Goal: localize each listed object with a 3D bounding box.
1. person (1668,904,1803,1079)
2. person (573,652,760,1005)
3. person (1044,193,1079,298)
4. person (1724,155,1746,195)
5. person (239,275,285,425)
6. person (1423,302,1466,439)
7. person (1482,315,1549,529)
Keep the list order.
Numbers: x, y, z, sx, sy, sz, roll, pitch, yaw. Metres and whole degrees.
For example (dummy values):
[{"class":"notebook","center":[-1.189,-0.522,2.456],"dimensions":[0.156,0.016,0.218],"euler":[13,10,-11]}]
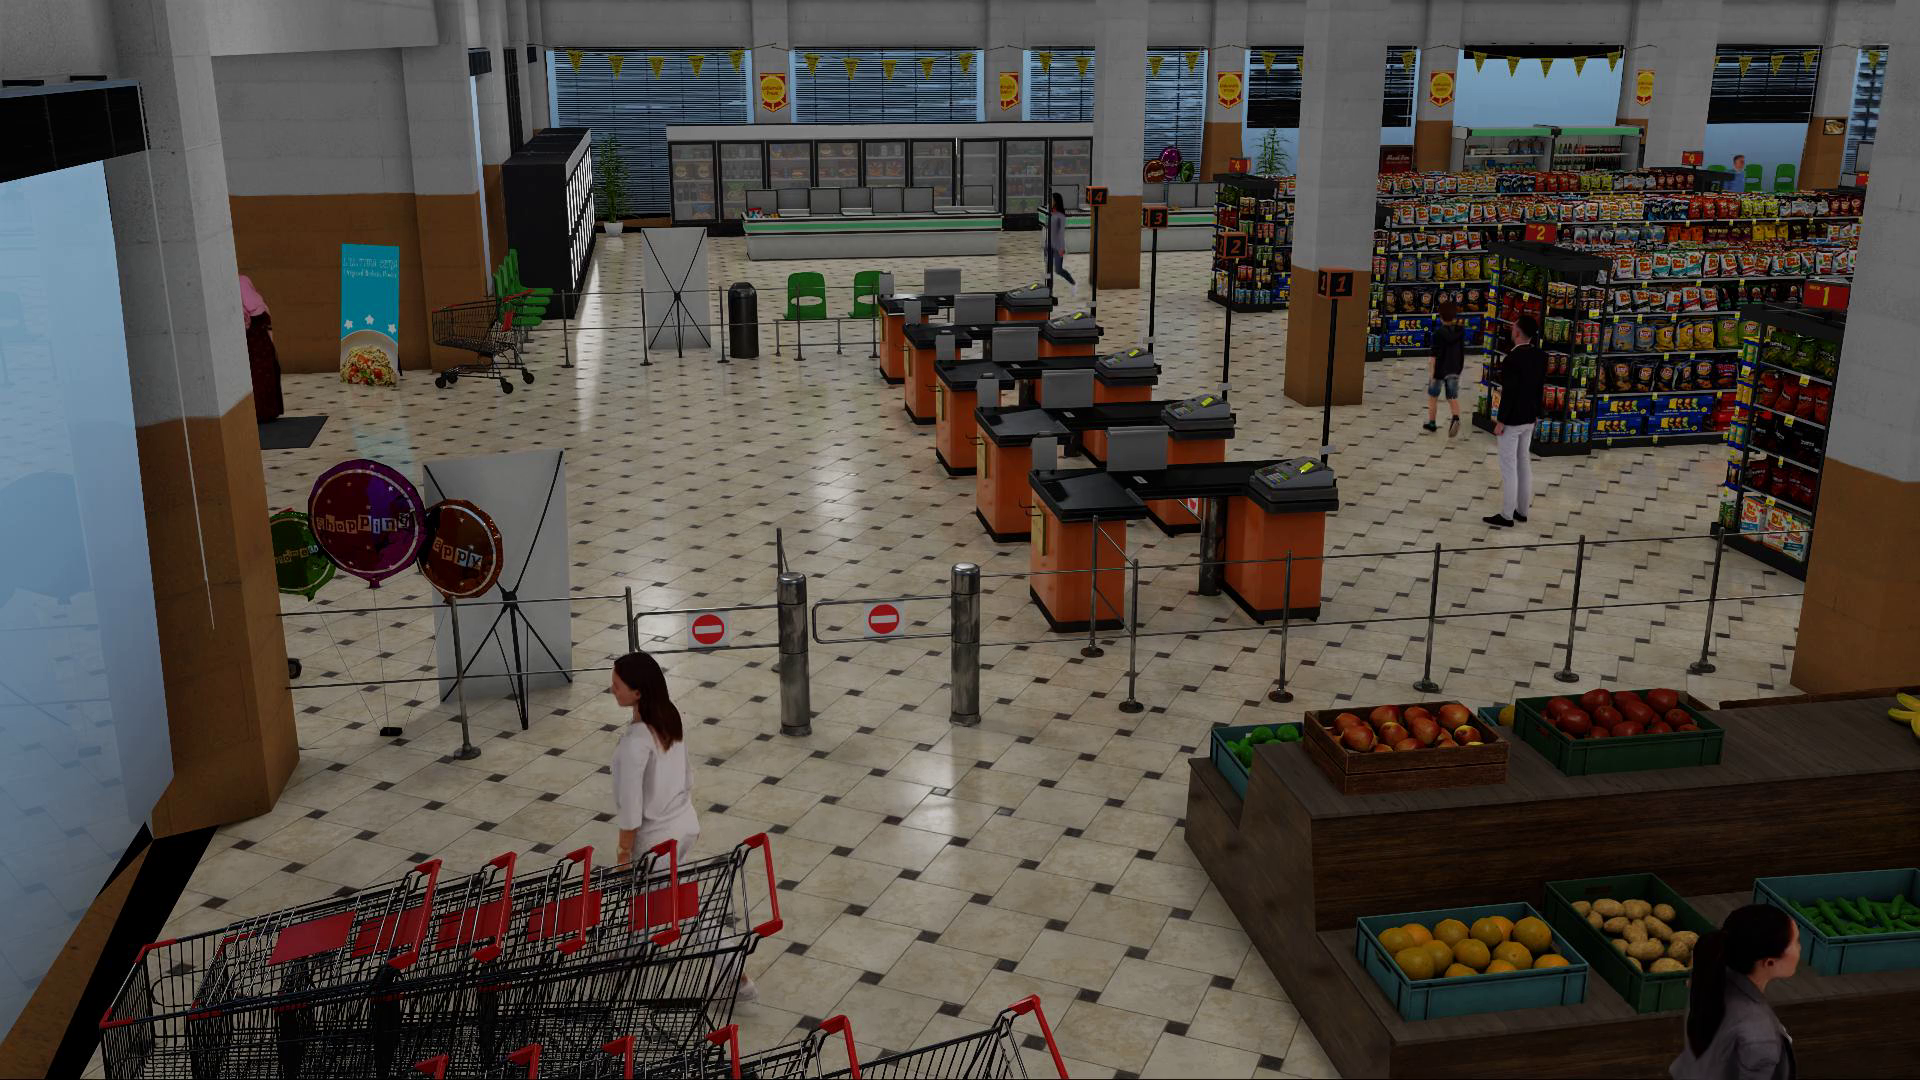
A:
[{"class":"person","center":[2.227,1.881,5.141],"dimensions":[1.051,1.646,0.654],"euler":[-2,17,-6]},{"class":"person","center":[-1.199,1.284,7.109],"dimensions":[1.189,1.644,0.895],"euler":[4,17,13]},{"class":"person","center":[1.588,-4.645,26.507],"dimensions":[1.034,1.719,0.869],"euler":[-12,21,-34]},{"class":"person","center":[15.670,-6.928,33.863],"dimensions":[0.676,1.812,0.814],"euler":[-8,19,-24]},{"class":"person","center":[-7.735,-2.082,18.213],"dimensions":[0.715,1.634,0.824],"euler":[-14,22,-38]},{"class":"person","center":[5.161,-1.776,17.560],"dimensions":[0.831,1.428,0.637],"euler":[-1,17,-5]},{"class":"person","center":[4.831,-1.030,14.388],"dimensions":[0.625,1.844,0.783],"euler":[-10,20,-30]}]
